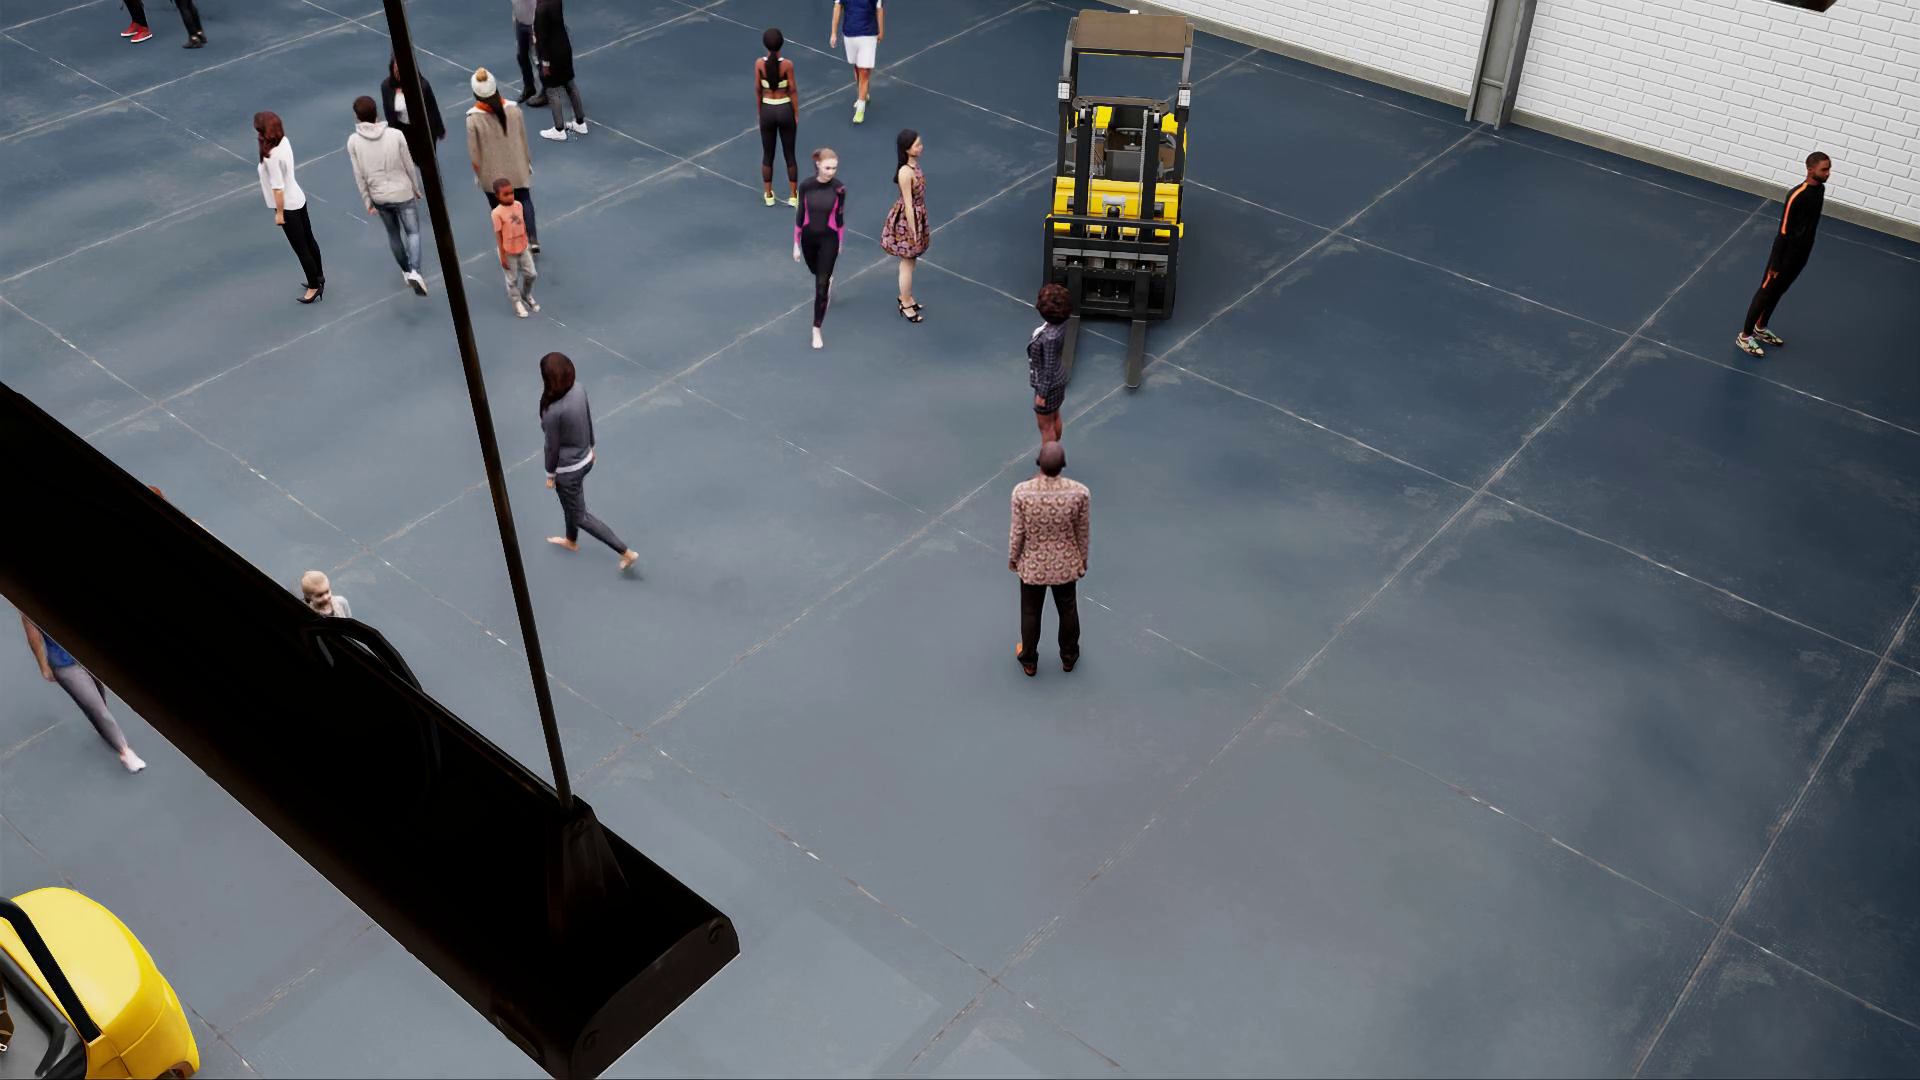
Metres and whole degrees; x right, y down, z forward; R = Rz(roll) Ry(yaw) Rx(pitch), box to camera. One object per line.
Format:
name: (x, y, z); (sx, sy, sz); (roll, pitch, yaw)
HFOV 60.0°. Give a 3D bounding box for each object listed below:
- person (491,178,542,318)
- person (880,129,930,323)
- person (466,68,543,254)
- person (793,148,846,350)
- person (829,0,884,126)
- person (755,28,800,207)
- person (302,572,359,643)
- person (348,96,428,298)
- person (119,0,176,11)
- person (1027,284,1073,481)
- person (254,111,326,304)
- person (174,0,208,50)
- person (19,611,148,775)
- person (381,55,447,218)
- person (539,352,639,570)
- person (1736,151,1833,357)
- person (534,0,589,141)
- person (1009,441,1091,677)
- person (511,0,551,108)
person: (-3.975, -2.598, 14.656); (0.523, 1.299, 0.535); (-27, 46, -30)
person: (-0.430, -2.735, 14.447); (0.854, 1.775, 0.805); (1, 39, 1)
person: (-4.164, -3.389, 15.180); (0.862, 1.882, 0.951); (-17, 41, -20)
person: (-1.188, -2.594, 14.330); (1.178, 1.701, 1.100); (7, 39, 9)
person: (-1.046, -5.449, 17.833); (1.089, 1.791, 1.007); (12, 40, 15)
person: (-1.779, -4.100, 16.177); (0.648, 1.748, 0.719); (1, 39, 1)
person: (-4.006, 0.704, 10.558); (0.594, 1.254, 0.887); (-28, 47, -31)
person: (-5.034, -3.003, 14.736); (1.056, 1.832, 1.192); (-8, 39, -10)
person: (-10.046, -7.273, 20.168); (1.117, 1.726, 1.051); (-1, 39, -1)
person: (0.675, -1.180, 12.557); (0.685, 1.702, 0.702); (10, 40, 12)
person: (-5.908, -2.951, 14.701); (0.733, 1.795, 0.666); (-4, 39, -5)
person: (-9.104, -6.567, 19.346); (0.706, 1.649, 0.653); (-2, 39, -2)
person: (-5.514, 0.687, 10.312); (0.907, 1.587, 0.631); (23, 44, 26)
person: (-5.298, -4.013, 16.204); (1.123, 1.578, 1.201); (-6, 39, -8)
person: (-2.654, -0.515, 11.694); (1.140, 1.741, 0.859); (12, 40, 15)
person: (6.998, -2.435, 14.045); (0.678, 1.808, 0.608); (-25, 45, -28)
person: (-4.184, -5.047, 17.356); (0.805, 1.757, 0.776); (12, 40, 15)
person: (0.580, 0.134, 10.829); (0.754, 1.807, 0.825); (-1, 39, -2)
person: (-4.588, -5.586, 17.933); (0.795, 1.880, 0.554); (-25, 45, -28)
